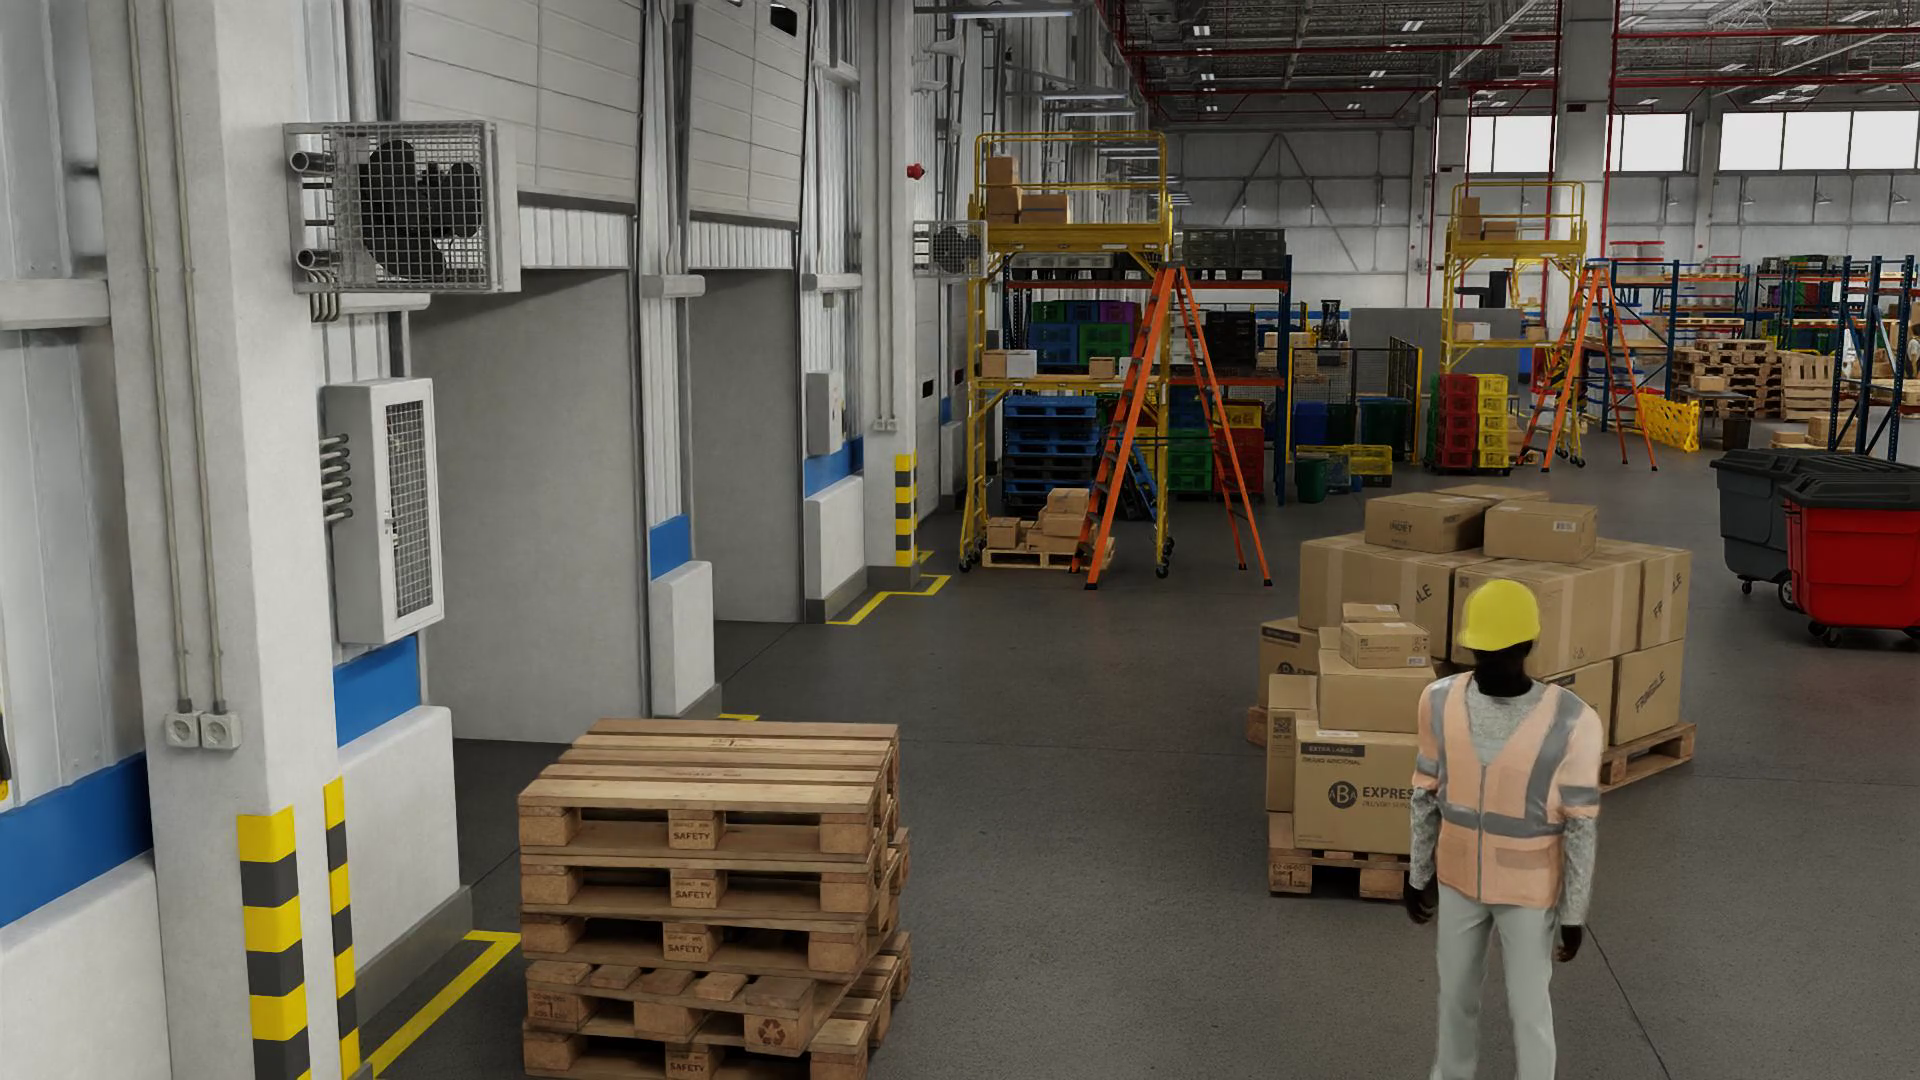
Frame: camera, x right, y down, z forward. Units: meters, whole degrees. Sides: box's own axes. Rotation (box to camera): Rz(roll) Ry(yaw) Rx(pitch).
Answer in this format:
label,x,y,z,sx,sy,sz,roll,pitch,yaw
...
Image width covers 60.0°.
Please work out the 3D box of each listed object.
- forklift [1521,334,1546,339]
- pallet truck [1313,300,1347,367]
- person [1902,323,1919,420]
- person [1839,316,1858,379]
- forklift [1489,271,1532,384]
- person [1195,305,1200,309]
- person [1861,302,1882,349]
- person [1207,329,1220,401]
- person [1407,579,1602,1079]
label,x,y,z,sx,sy,sz,roll,pitch,yaw
forklift,16.283,-5.891,45.099,1.873,2.768,1.129,6,11,32
pallet truck,11.159,-6.200,49.718,0.823,1.965,1.885,4,10,26
person,18.301,-3.234,31.893,0.341,1.846,0.509,5,10,26
person,19.004,-3.855,35.610,0.353,1.883,0.572,7,12,38
forklift,13.422,-5.322,41.591,1.873,2.768,1.129,1,9,9
person,6.294,-5.343,44.652,0.544,1.930,0.389,-5,10,-28
person,29.524,-6.851,53.911,0.638,1.938,0.356,-2,9,-10
person,5.349,-3.635,35.034,0.314,1.634,0.518,-4,10,-23
person,1.662,1.061,5.190,0.589,1.918,0.399,8,12,41
